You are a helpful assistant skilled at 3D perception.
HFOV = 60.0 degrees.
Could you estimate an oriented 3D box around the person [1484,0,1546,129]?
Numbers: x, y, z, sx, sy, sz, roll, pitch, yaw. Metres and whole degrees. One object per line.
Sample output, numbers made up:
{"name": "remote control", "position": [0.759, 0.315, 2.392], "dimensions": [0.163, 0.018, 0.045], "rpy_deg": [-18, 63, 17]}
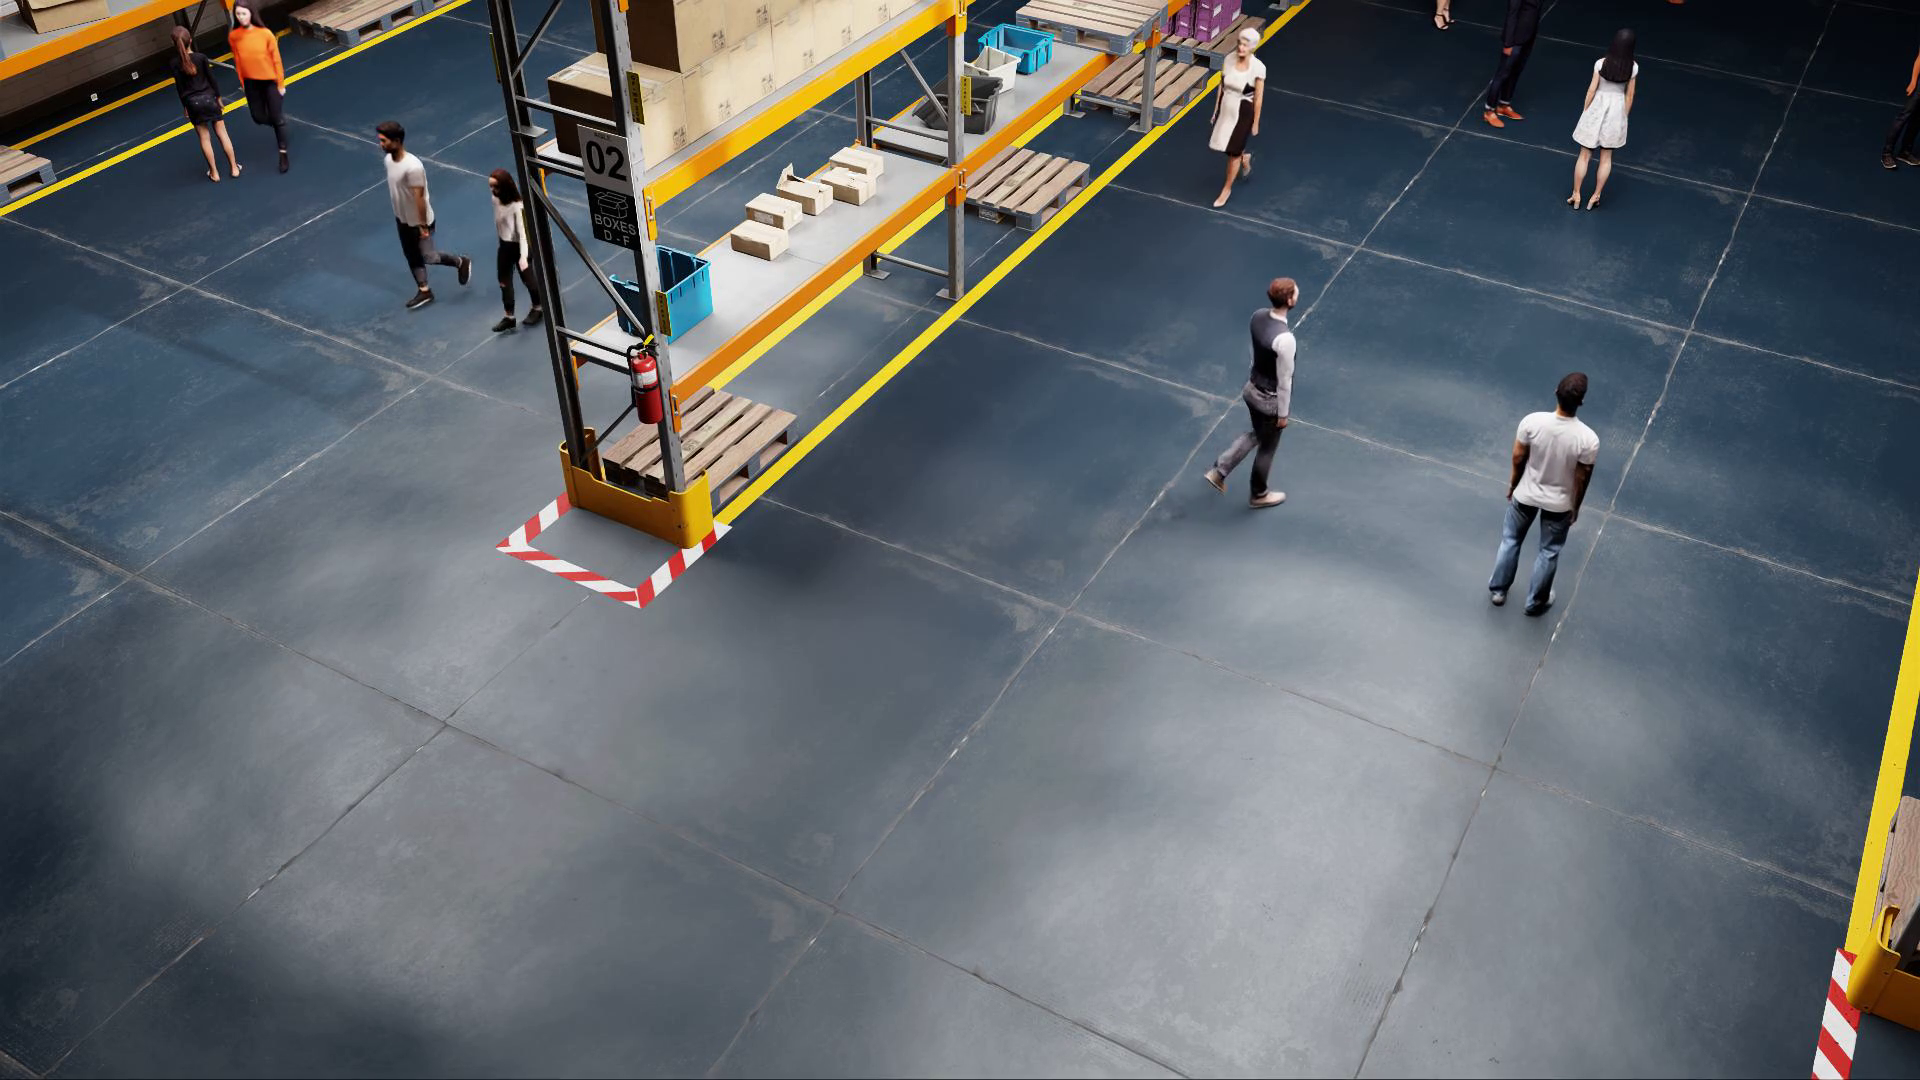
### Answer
{"name": "person", "position": [5.808, -5.230, 17.287], "dimensions": [0.668, 1.817, 0.828], "rpy_deg": [-28, 46, -30]}

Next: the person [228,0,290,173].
{"name": "person", "position": [-6.889, -4.550, 16.503], "dimensions": [0.866, 1.732, 0.969], "rpy_deg": [-2, 39, -2]}

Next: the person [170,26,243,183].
{"name": "person", "position": [-7.438, -4.288, 16.317], "dimensions": [0.621, 1.555, 0.698], "rpy_deg": [-18, 42, -22]}

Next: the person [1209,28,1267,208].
{"name": "person", "position": [2.681, -4.056, 15.880], "dimensions": [0.755, 1.739, 0.961], "rpy_deg": [29, 47, 31]}

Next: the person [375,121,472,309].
{"name": "person", "position": [-4.646, -2.832, 14.375], "dimensions": [0.722, 1.703, 0.935], "rpy_deg": [29, 47, 31]}

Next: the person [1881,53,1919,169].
{"name": "person", "position": [9.615, -4.576, 16.487], "dimensions": [0.714, 1.793, 0.757], "rpy_deg": [-7, 39, -9]}

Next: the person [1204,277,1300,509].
{"name": "person", "position": [2.119, -1.007, 11.915], "dimensions": [1.016, 1.921, 0.951], "rpy_deg": [-11, 40, -13]}

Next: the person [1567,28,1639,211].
{"name": "person", "position": [6.101, -3.979, 15.754], "dimensions": [0.714, 1.775, 0.716], "rpy_deg": [10, 40, 12]}

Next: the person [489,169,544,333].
{"name": "person", "position": [-3.738, -2.511, 14.158], "dimensions": [0.558, 1.473, 0.714], "rpy_deg": [20, 43, 24]}

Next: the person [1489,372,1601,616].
{"name": "person", "position": [3.891, -0.302, 11.079], "dimensions": [0.672, 1.864, 0.537], "rpy_deg": [21, 43, 24]}
